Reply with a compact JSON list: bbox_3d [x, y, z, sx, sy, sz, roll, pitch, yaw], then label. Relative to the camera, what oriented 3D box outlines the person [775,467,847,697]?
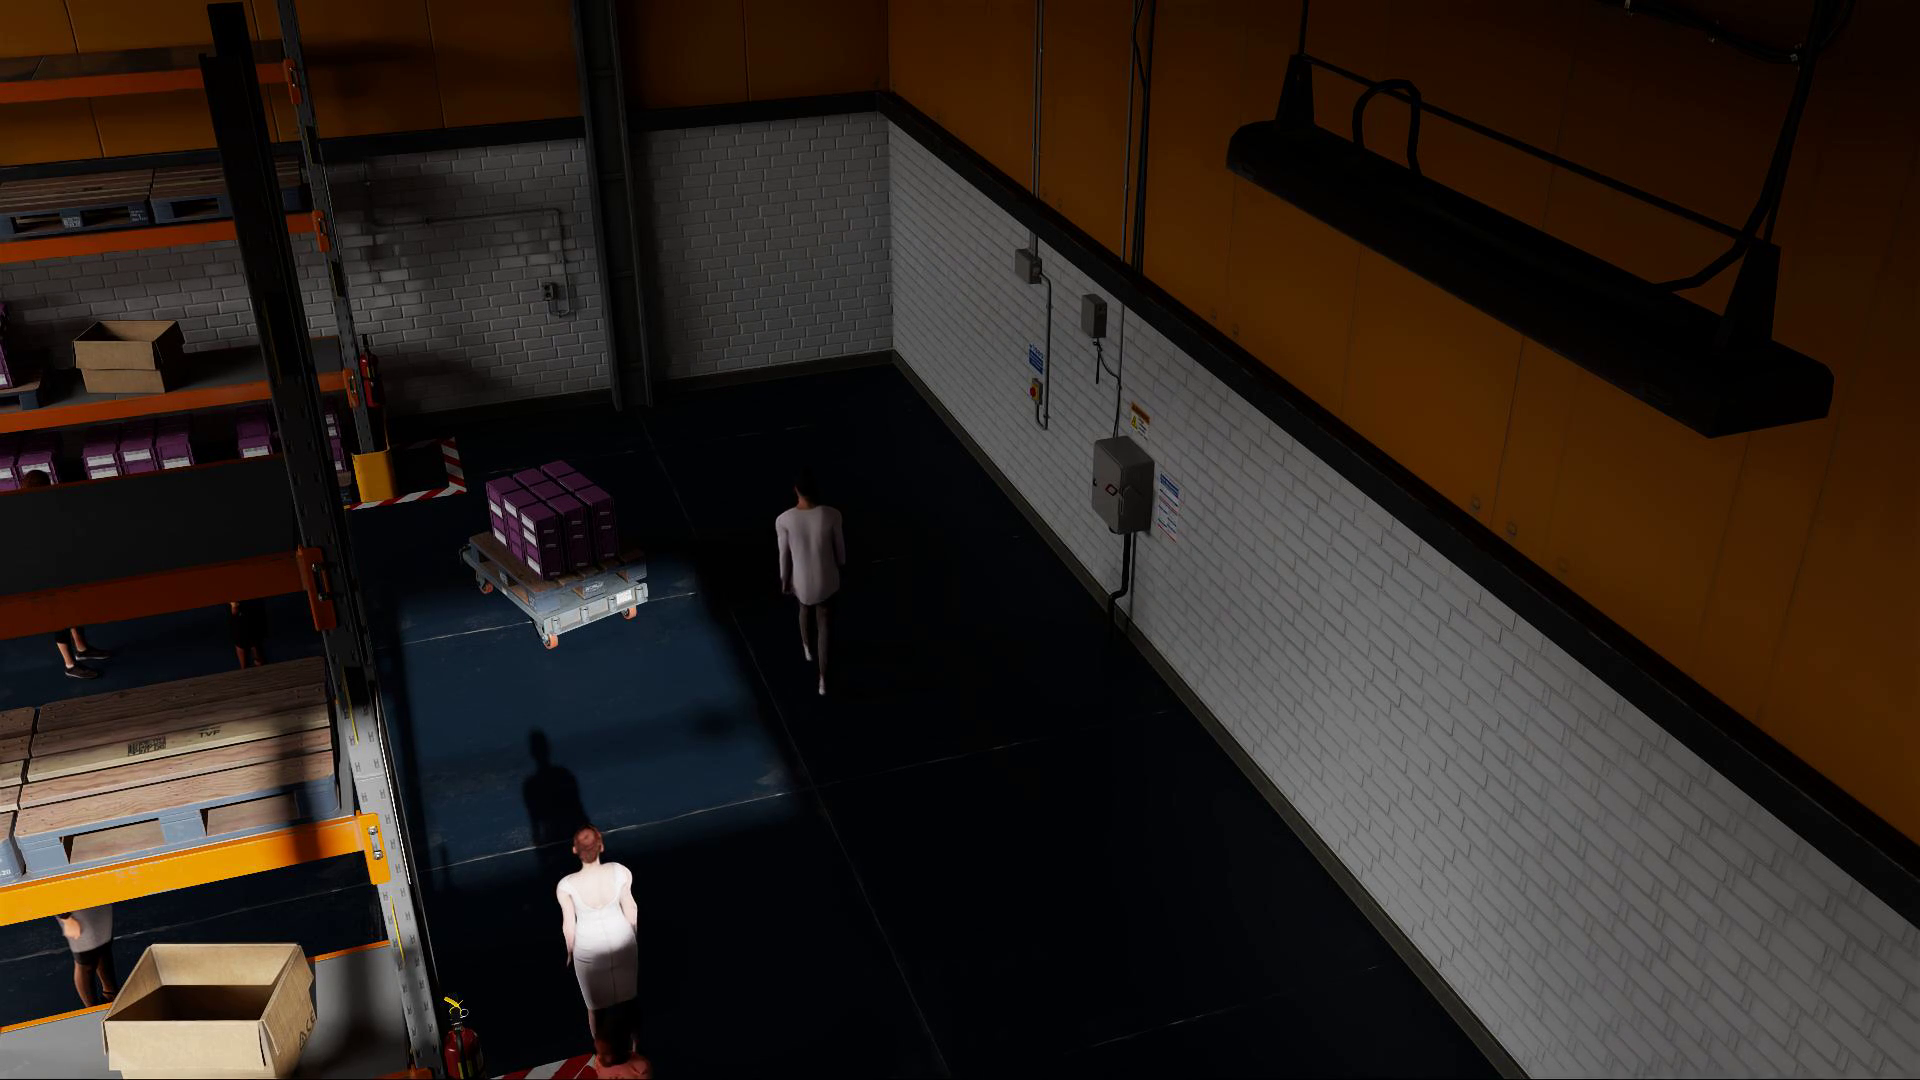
[{"bbox_3d":[-1.094,0.330,12.648,1.156,1.803,0.980,0,29,0],"label":"person"}]

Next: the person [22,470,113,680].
[{"bbox_3d":[-6.976,0.242,12.890,0.606,1.725,0.634,-1,29,-2],"label":"person"}]

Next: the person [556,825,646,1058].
[{"bbox_3d":[-1.949,2.265,9.109,0.410,1.793,0.631,-11,30,-19],"label":"person"}]

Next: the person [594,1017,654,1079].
[{"bbox_3d":[-1.651,2.889,8.496,0.767,1.286,0.749,5,29,9],"label":"person"}]
